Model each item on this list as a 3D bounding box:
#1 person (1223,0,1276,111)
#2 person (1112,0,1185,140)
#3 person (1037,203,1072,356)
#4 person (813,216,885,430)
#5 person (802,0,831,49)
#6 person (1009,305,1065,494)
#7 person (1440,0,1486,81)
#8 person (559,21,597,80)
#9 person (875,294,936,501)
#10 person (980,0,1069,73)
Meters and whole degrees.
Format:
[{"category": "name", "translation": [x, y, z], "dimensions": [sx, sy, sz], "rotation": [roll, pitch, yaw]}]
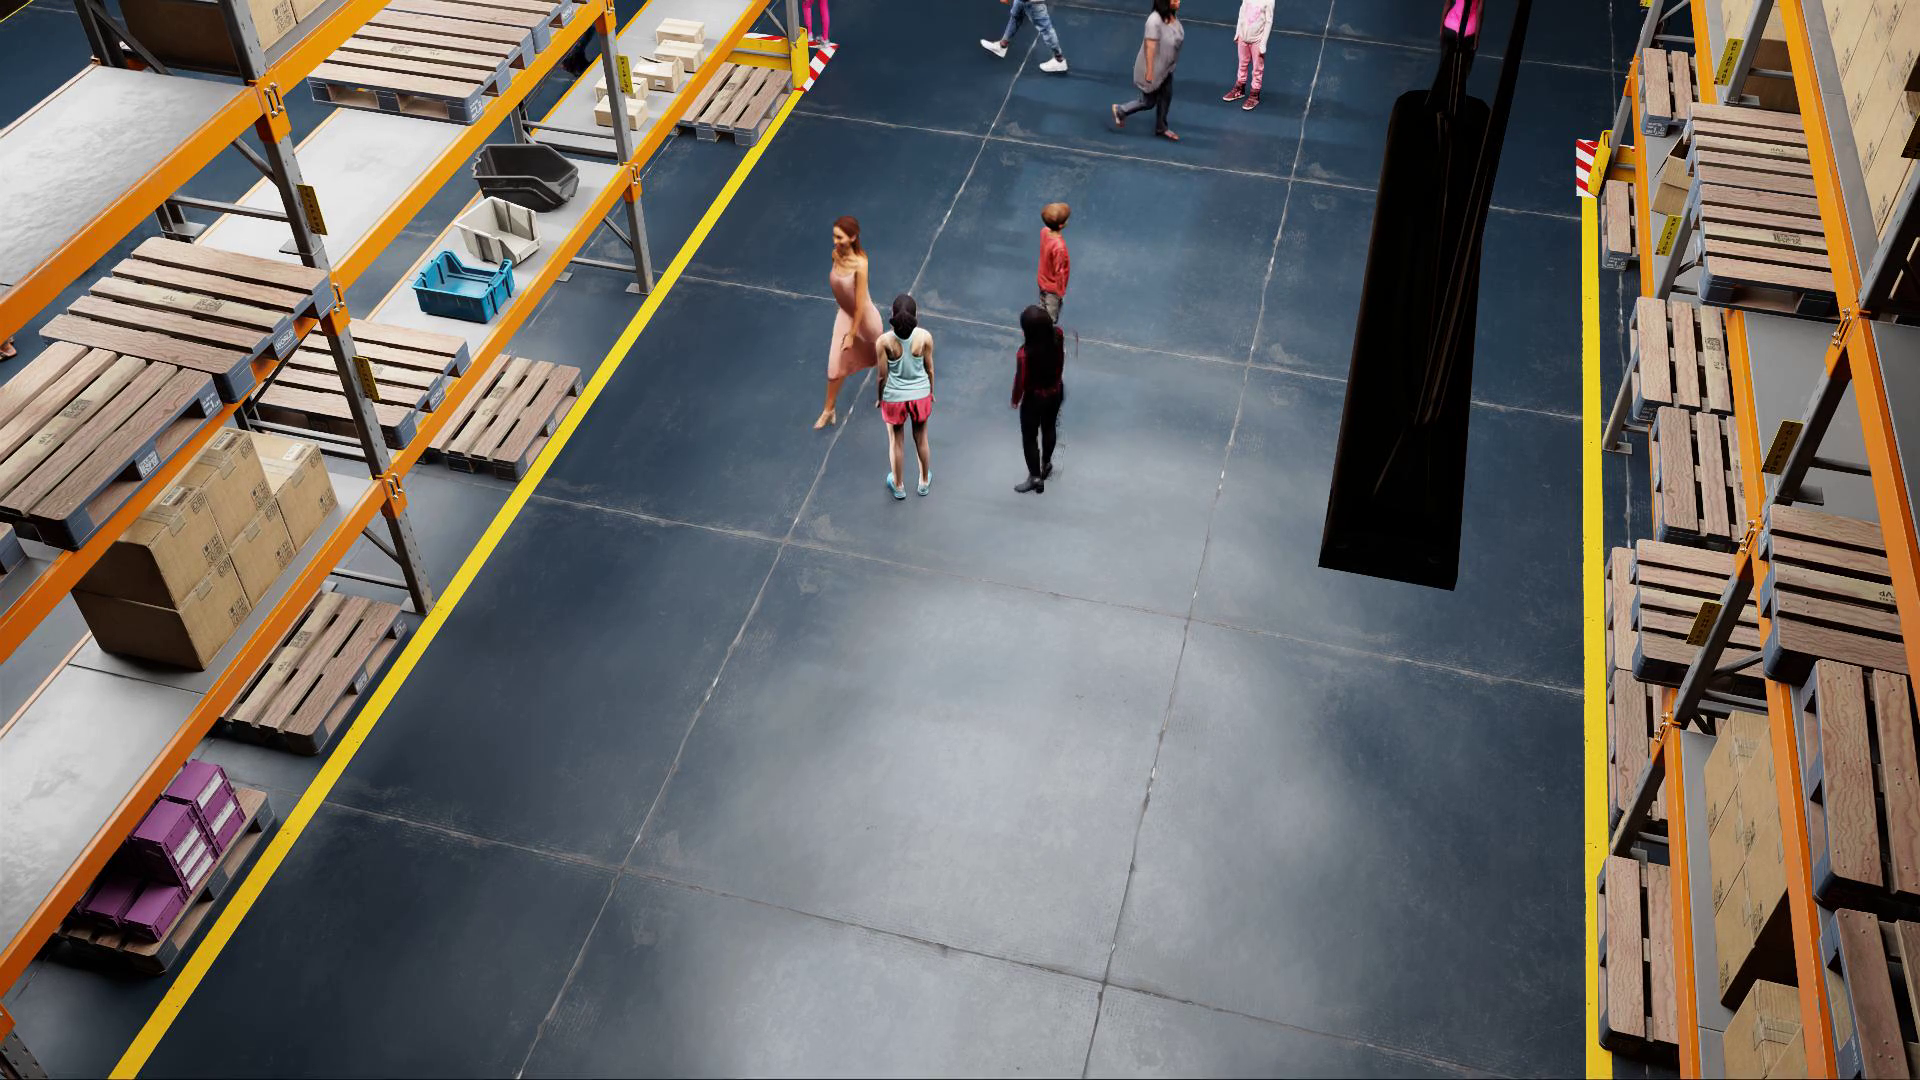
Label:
[{"category": "person", "translation": [2.905, -5.001, 16.455], "dimensions": [0.645, 1.443, 0.621], "rotation": [-34, 53, -30]}, {"category": "person", "translation": [1.818, -4.585, 15.916], "dimensions": [0.799, 1.585, 0.899], "rotation": [19, 47, 19]}, {"category": "person", "translation": [0.730, -2.094, 13.425], "dimensions": [0.657, 1.412, 0.573], "rotation": [-14, 45, -14]}, {"category": "person", "translation": [-0.694, -1.691, 12.739], "dimensions": [0.946, 1.776, 1.213], "rotation": [33, 52, 30]}, {"category": "person", "translation": [-1.463, -5.760, 17.382], "dimensions": [0.707, 1.263, 0.752], "rotation": [-29, 51, -27]}, {"category": "person", "translation": [0.633, -1.079, 12.198], "dimensions": [0.684, 1.637, 0.780], "rotation": [-17, 46, -17]}, {"category": "person", "translation": [4.816, -4.887, 16.141], "dimensions": [0.681, 1.712, 0.756], "rotation": [24, 48, 23]}, {"category": "person", "translation": [-3.970, -5.471, 16.688], "dimensions": [0.850, 1.802, 0.932], "rotation": [26, 49, 25]}, {"category": "person", "translation": [-0.391, -1.040, 12.064], "dimensions": [0.689, 1.765, 0.705], "rotation": [-8, 44, -8]}, {"category": "person", "translation": [0.818, -5.533, 16.792], "dimensions": [0.789, 1.749, 1.140], "rotation": [13, 45, 14]}]
